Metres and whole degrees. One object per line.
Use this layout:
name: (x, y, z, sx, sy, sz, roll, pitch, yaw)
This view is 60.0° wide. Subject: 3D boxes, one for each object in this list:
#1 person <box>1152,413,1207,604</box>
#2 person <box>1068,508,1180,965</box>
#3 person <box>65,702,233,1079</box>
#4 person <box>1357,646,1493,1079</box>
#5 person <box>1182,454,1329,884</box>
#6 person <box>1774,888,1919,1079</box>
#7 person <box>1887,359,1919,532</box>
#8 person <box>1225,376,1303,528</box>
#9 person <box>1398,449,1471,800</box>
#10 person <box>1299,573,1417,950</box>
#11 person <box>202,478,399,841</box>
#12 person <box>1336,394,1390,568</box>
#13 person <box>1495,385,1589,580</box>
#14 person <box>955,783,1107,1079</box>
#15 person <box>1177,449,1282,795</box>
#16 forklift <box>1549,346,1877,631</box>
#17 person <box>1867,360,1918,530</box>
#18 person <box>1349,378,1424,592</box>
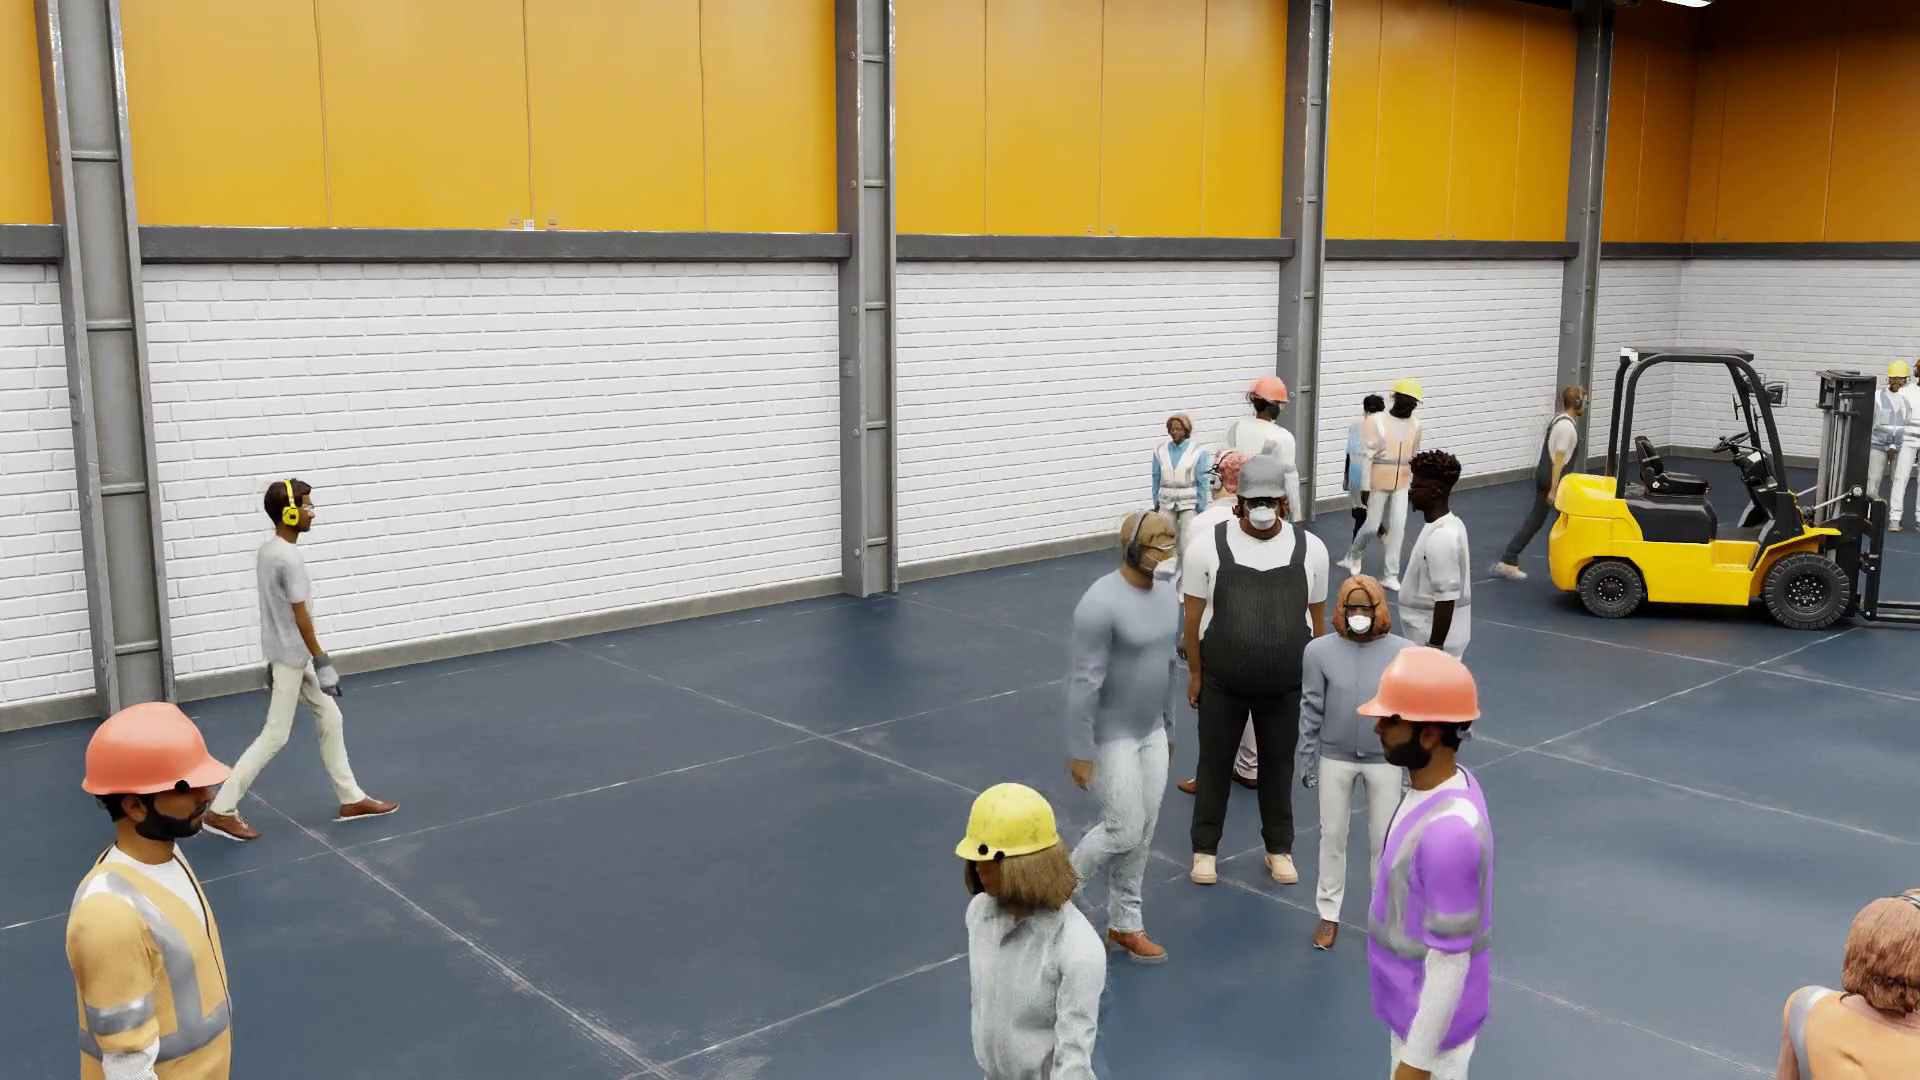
person: (1.864, -0.268, 14.138, 0.520, 1.627, 0.378, 5, 11, 28)
person: (0.654, 0.813, 6.902, 0.497, 1.928, 0.665, 8, 13, 40)
person: (-1.836, 1.324, 3.887, 0.361, 1.939, 0.543, -3, 10, -16)
person: (1.211, 1.232, 4.429, 0.369, 1.937, 0.549, 2, 10, 12)
person: (1.385, 0.610, 7.768, 0.676, 2.000, 0.536, 0, 10, 2)
person: (1.941, 1.534, 3.529, 0.306, 1.639, 0.523, -4, 11, -23)
person: (10.218, -1.013, 17.728, 0.585, 1.882, 0.337, 3, 10, 18)
person: (2.366, -0.248, 12.834, 0.574, 2.025, 0.655, -8, 13, -39)
person: (2.436, 0.510, 8.569, 0.374, 1.966, 0.608, 3, 10, 17)
person: (1.686, 0.942, 7.041, 0.506, 1.627, 0.290, 3, 10, 16)
person: (-3.416, 0.603, 8.432, 0.949, 1.832, 0.529, -5, 11, -26)
person: (3.920, -0.574, 15.803, 0.710, 1.663, 0.540, -6, 11, -31)
person: (5.365, -0.497, 15.005, 0.993, 1.789, 0.560, 1, 10, 6)
person: (0.180, 1.411, 4.087, 0.916, 1.694, 0.495, -9, 13, -42)
person: (1.442, 0.454, 9.069, 0.639, 1.910, 0.407, -7, 12, -34)
forklift: (6.109, -0.478, 13.691, 2.313, 2.155, 1.214, 3, 10, 16)
person: (10.034, -1.018, 17.908, 0.593, 1.832, 0.403, 5, 11, 25)
person: (3.795, -0.518, 14.843, 0.618, 1.879, 0.781, -2, 10, -13)
